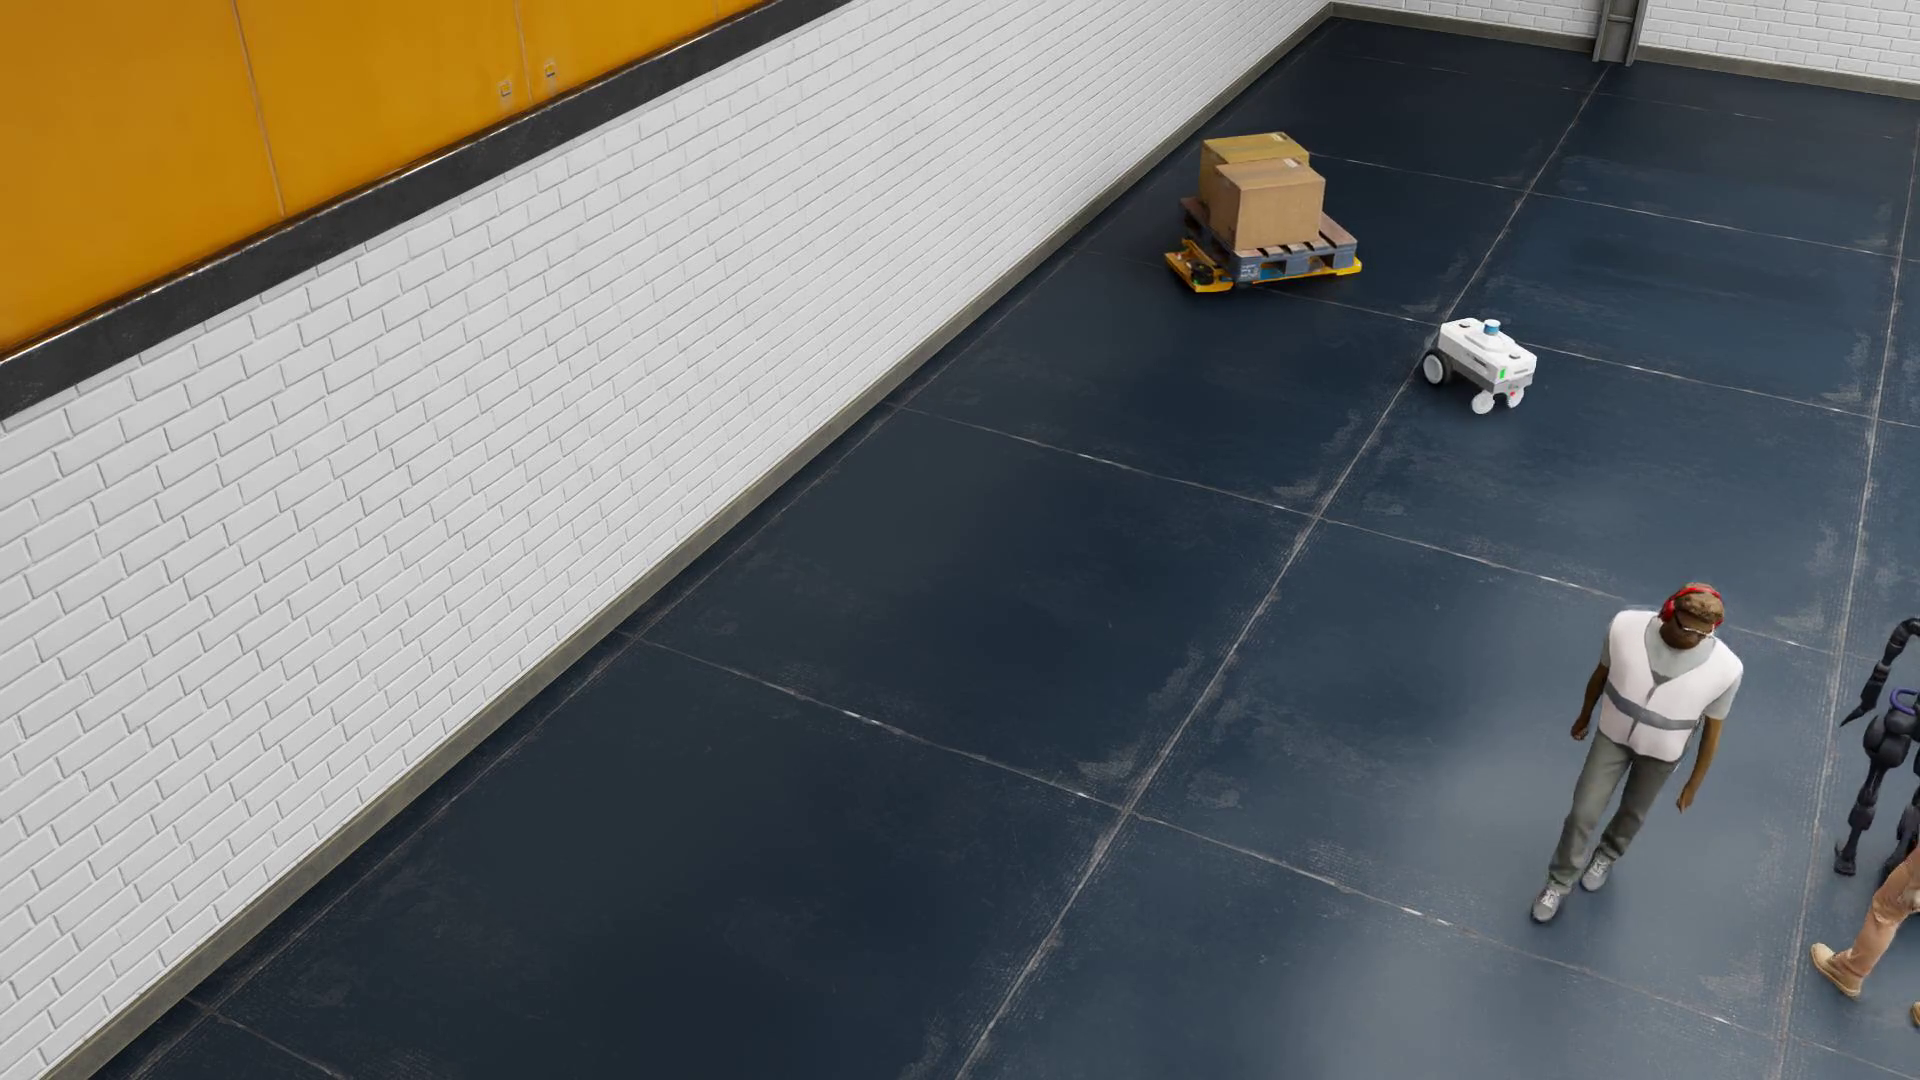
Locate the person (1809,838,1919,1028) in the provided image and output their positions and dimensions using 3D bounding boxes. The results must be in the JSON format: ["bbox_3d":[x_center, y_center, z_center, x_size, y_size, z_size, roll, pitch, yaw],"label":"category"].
[{"bbox_3d":[4.026,1.310,6.723,0.487,1.721,0.671,-10,35,-14],"label":"person"}]

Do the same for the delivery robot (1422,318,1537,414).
[{"bbox_3d":[3.632,-1.256,11.600,0.514,0.606,0.777,-15,37,-21],"label":"delivery robot"}]

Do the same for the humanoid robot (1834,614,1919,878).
[{"bbox_3d":[4.292,0.860,7.442,0.600,1.651,0.363,22,40,29],"label":"humanoid robot"}]

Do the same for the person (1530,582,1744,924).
[{"bbox_3d":[2.914,0.940,7.193,0.597,1.808,0.785,21,39,28],"label":"person"}]

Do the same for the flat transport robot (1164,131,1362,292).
[{"bbox_3d":[2.432,-2.272,13.357,1.431,0.231,0.659,-9,35,-14],"label":"flat transport robot"}]

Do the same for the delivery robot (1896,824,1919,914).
[{"bbox_3d":[4.715,1.446,7.577,0.801,0.602,0.499,12,36,17],"label":"delivery robot"}]
